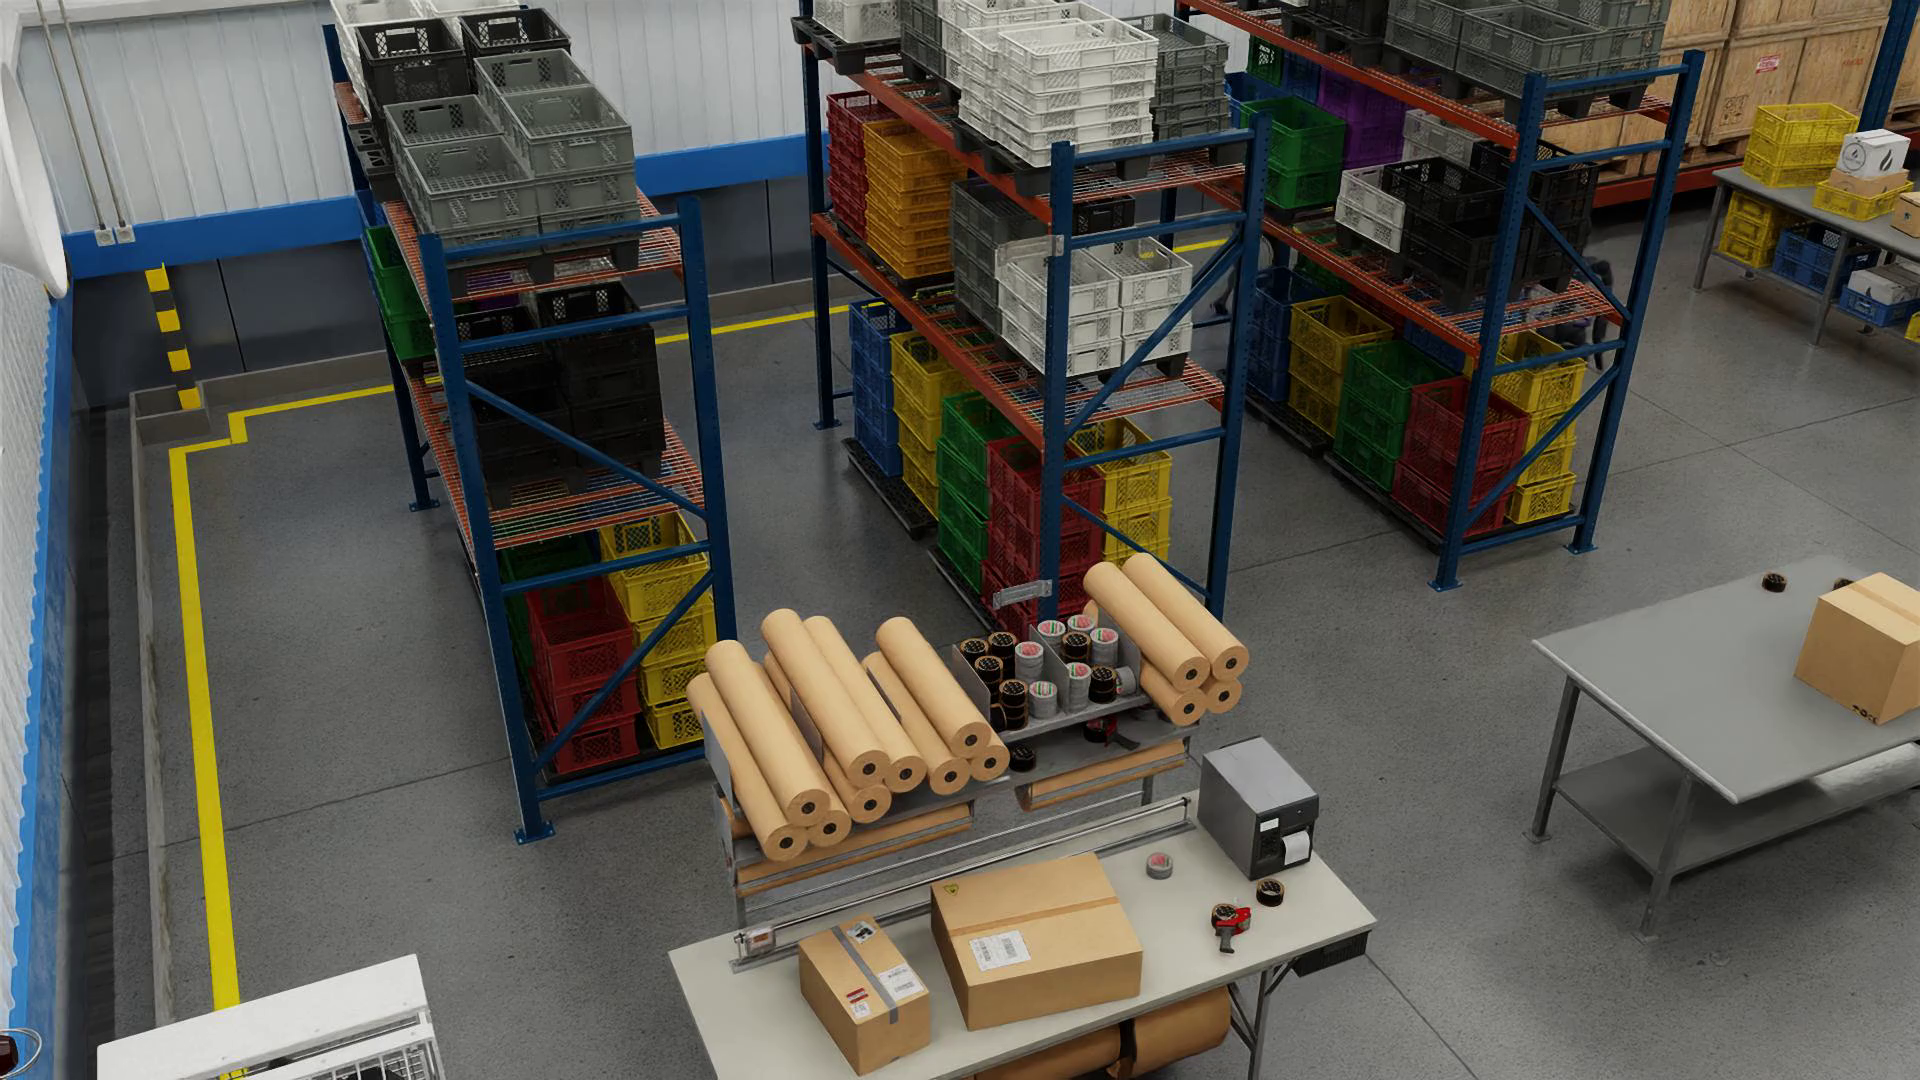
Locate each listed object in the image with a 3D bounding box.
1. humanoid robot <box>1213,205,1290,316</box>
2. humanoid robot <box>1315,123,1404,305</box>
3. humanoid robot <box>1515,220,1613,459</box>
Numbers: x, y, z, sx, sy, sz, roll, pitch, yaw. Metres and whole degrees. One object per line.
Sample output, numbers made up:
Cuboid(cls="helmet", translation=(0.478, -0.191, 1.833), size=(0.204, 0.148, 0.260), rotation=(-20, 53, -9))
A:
Cuboid(cls="humanoid robot", translation=(2.292, -2.504, 12.740), size=(0.725, 1.642, 0.554), rotation=(-24, 39, -34))
Cuboid(cls="humanoid robot", translation=(3.100, -2.504, 12.718), size=(0.695, 1.621, 0.604), rotation=(25, 40, 35))
Cuboid(cls="humanoid robot", translation=(3.861, -1.295, 10.730), size=(0.606, 1.647, 0.322), rotation=(8, 32, 12))
